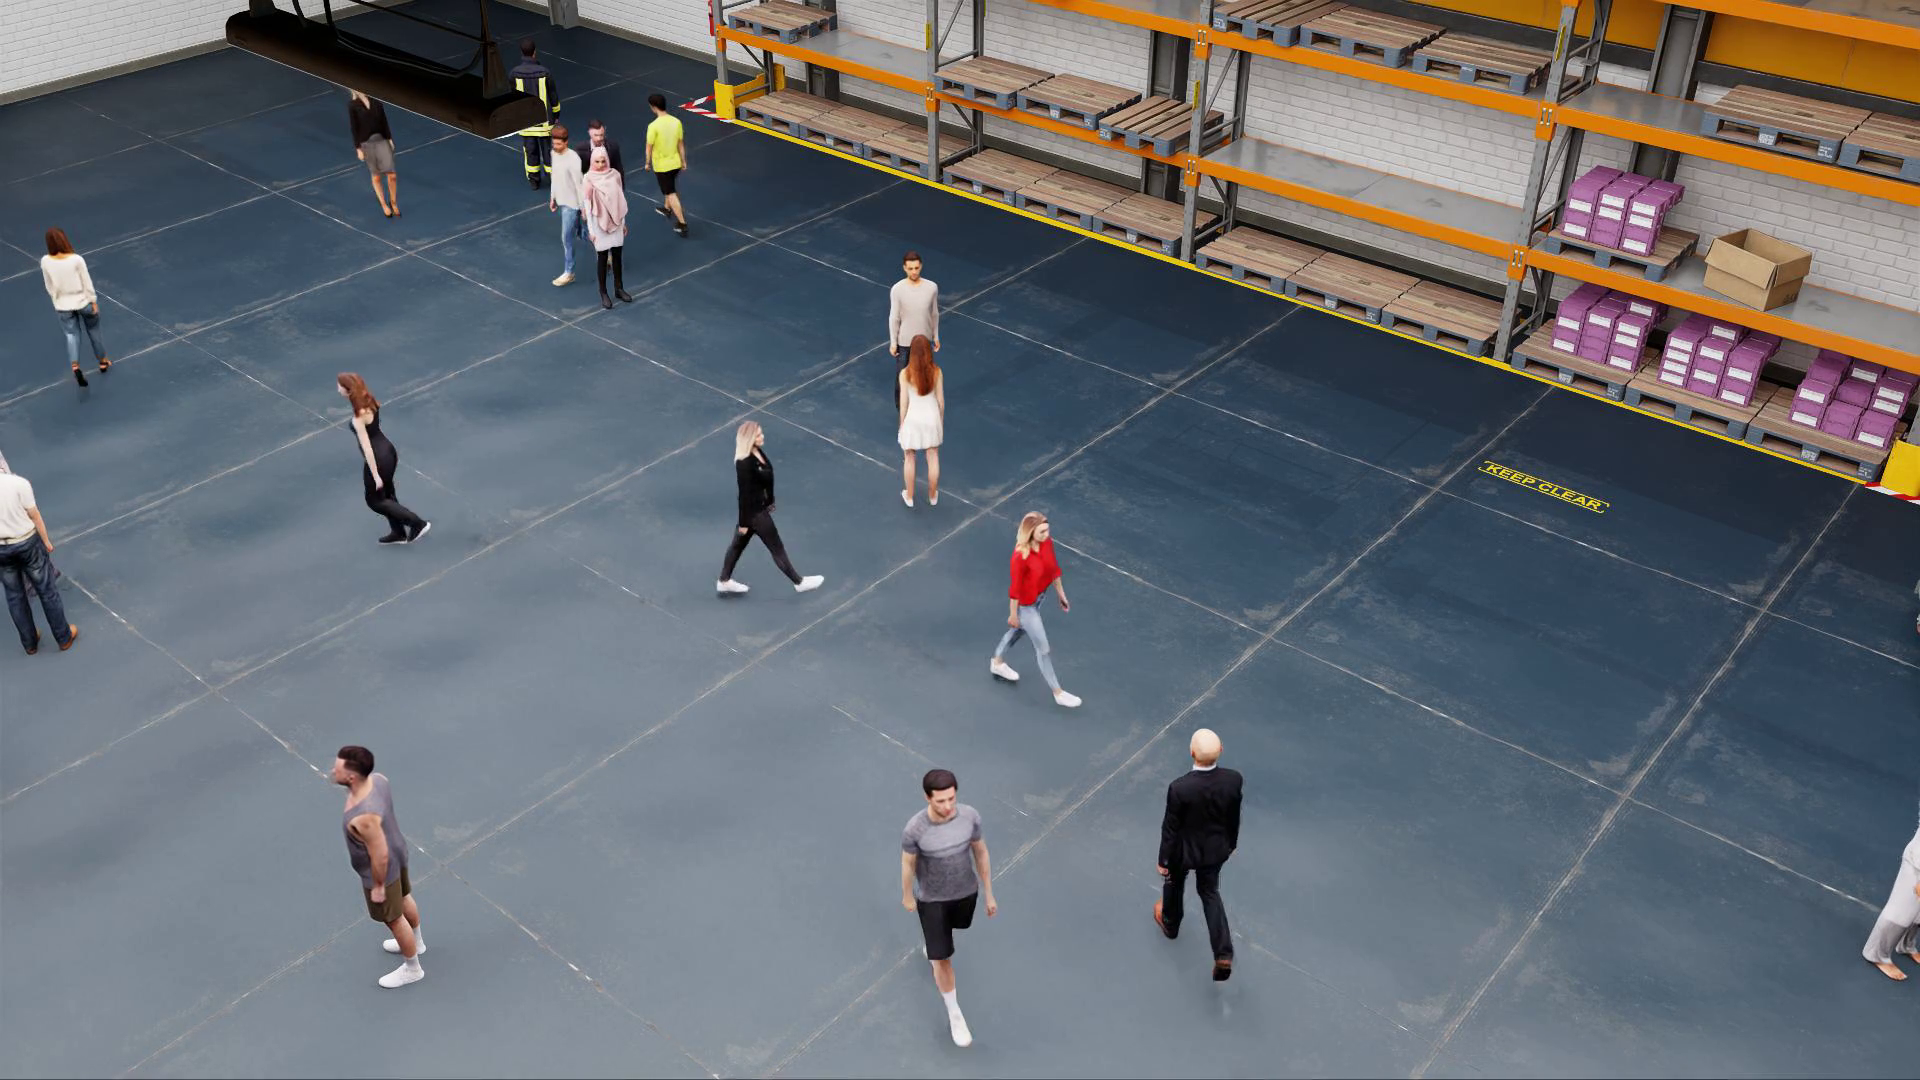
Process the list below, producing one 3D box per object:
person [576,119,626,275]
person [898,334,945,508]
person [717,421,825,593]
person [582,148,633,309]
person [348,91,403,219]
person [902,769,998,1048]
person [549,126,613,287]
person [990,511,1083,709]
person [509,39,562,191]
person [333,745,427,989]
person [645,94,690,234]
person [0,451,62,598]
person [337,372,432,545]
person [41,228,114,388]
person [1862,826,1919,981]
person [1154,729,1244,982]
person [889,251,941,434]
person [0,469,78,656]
[{"bbox_3d":[-4.171,-4.064,19.387,1.147,1.785,1.335,-9,35,-14],"label":"person"},{"bbox_3d":[-0.335,-1.060,14.933,0.667,1.712,0.717,-5,34,-7],"label":"person"},{"bbox_3d":[-1.788,-0.218,13.733,1.215,1.638,1.098,0,34,0],"label":"person"},{"bbox_3d":[-3.927,-3.485,18.499,0.674,1.803,0.639,-25,41,-32],"label":"person"},{"bbox_3d":[-7.258,-4.851,20.532,0.718,1.827,0.715,-23,40,-31],"label":"person"},{"bbox_3d":[-0.113,2.062,10.124,1.033,1.836,1.259,-13,36,-18],"label":"person"},{"bbox_3d":[-4.376,-3.861,19.008,0.854,1.865,1.101,-22,39,-29],"label":"person"},{"bbox_3d":[0.473,0.469,12.685,1.117,1.653,0.701,21,39,28],"label":"person"},{"bbox_3d":[-5.449,-5.464,21.368,0.878,1.923,0.929,-4,34,-6],"label":"person"},{"bbox_3d":[-3.561,1.987,10.257,0.795,1.847,0.708,-5,34,-8],"label":"person"},{"bbox_3d":[-3.521,-4.542,20.223,0.628,1.656,1.081,-29,43,-36],"label":"person"},{"bbox_3d":[-7.965,-0.349,13.783,0.724,1.801,0.903,3,34,4],"label":"person"},{"bbox_3d":[-4.915,-0.687,14.367,0.886,1.717,0.824,-2,34,-3],"label":"person"},{"bbox_3d":[-9.023,-2.346,16.916,0.982,1.659,1.066,-5,34,-7],"label":"person"},{"bbox_3d":[6.024,1.982,10.335,0.694,1.735,0.678,-21,39,-28],"label":"person"},{"bbox_3d":[1.505,1.967,10.319,1.077,1.778,1.216,-9,35,-13],"label":"person"},{"bbox_3d":[-0.440,-1.930,16.102,0.748,1.867,0.756,-10,35,-14],"label":"person"},{"bbox_3d":[-7.456,0.072,13.110,0.754,1.844,0.777,-9,35,-13],"label":"person"}]
